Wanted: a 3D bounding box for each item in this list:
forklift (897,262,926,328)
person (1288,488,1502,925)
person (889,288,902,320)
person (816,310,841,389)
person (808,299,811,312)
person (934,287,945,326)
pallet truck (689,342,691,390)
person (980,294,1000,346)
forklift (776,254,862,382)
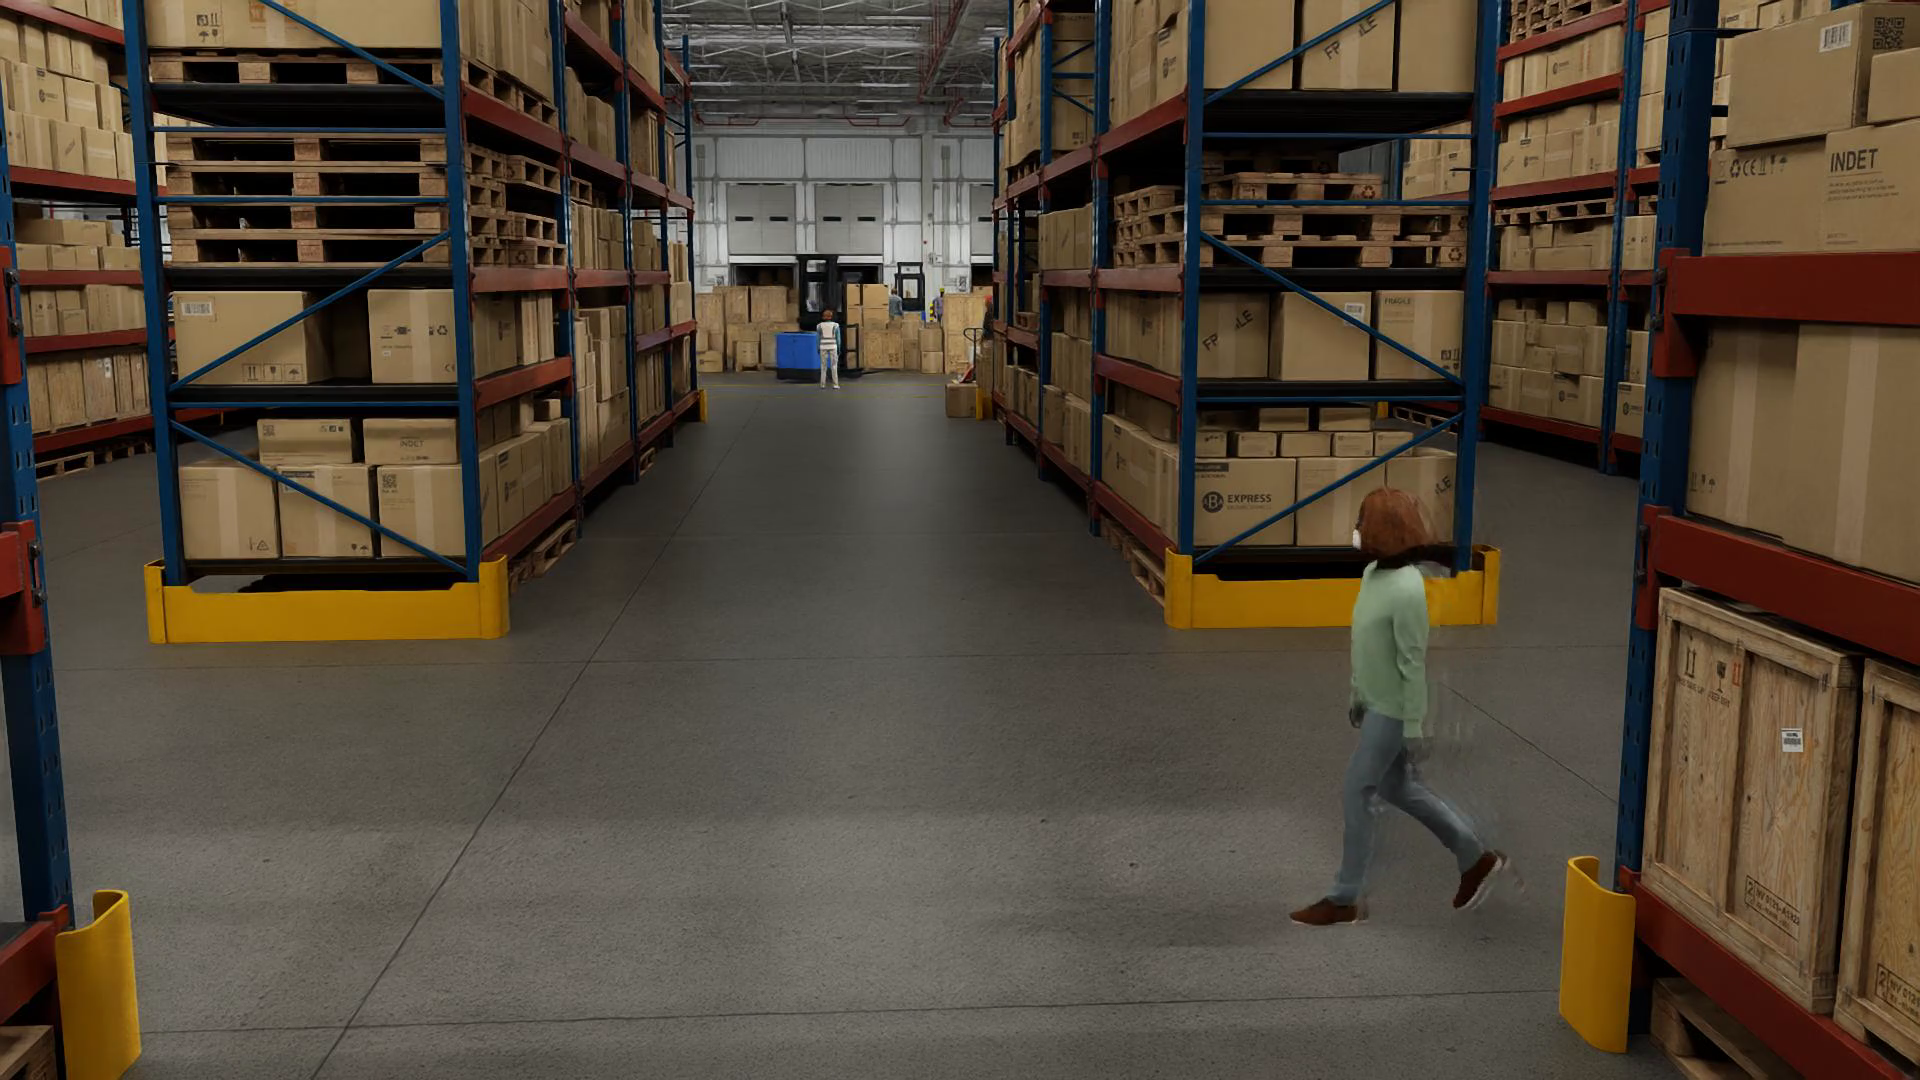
[{"bbox_3d":[-1.777,-8.547,59.496,1.129,2.768,1.873,-1,9,-4],"label":"forklift"},{"bbox_3d":[1.613,0.605,6.009,0.751,1.610,0.502,0,9,-1],"label":"person"},{"bbox_3d":[-2.313,-7.829,57.977,0.636,1.931,0.377,3,10,20],"label":"person"},{"bbox_3d":[-2.725,-3.944,34.485,0.511,1.639,0.308,1,9,4],"label":"person"},{"bbox_3d":[-4.956,-7.182,54.008,0.973,1.908,0.636,-2,9,-12],"label":"person"},{"bbox_3d":[-0.652,-8.309,60.985,0.594,1.926,0.366,-1,9,-6],"label":"person"},{"bbox_3d":[-5.225,-3.008,27.480,1.885,1.965,0.823,2,9,14],"label":"pallet truck"},{"bbox_3d":[0.742,-4.466,36.780,0.960,1.959,0.613,-3,9,-16],"label":"person"},{"bbox_3d":[-3.174,-4.972,37.048,1.129,2.768,1.873,5,10,30],"label":"forklift"}]
